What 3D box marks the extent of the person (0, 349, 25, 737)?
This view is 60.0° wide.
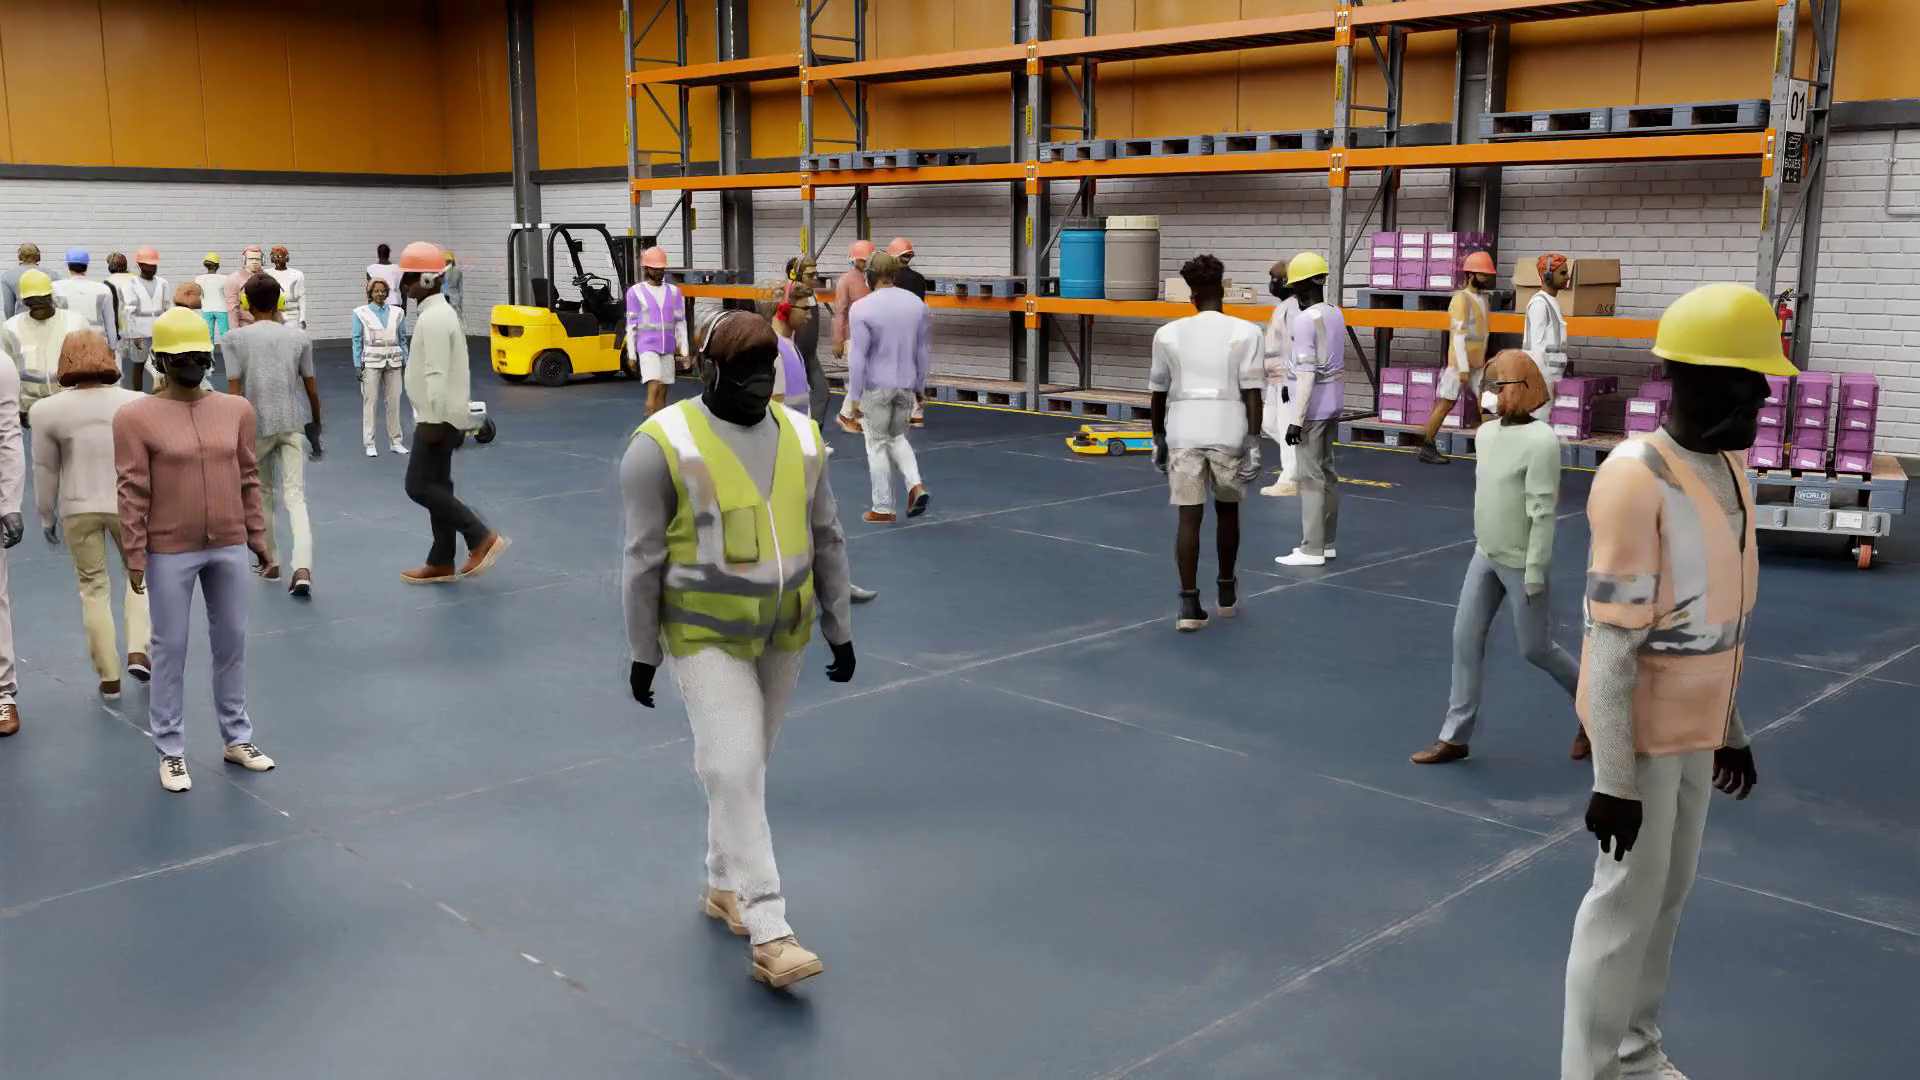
[{"bbox_3d":[-4.090,-0.137,6.652,0.643,1.911,0.411,-4,11,-20],"label":"person"}]

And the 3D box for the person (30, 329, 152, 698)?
[{"bbox_3d":[-3.761,-0.116,7.314,0.523,1.615,0.372,-4,11,-23],"label":"person"}]

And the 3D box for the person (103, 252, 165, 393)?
[{"bbox_3d":[-10.522,-2.726,21.048,0.846,1.820,0.627,4,11,19],"label":"person"}]

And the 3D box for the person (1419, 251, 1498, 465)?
[{"bbox_3d":[4.441,-1.551,14.442,0.569,1.881,1.014,-9,14,-41],"label":"person"}]

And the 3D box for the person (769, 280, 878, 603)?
[{"bbox_3d":[-0.995,-0.511,9.026,0.993,1.795,0.567,1,10,4],"label":"person"}]

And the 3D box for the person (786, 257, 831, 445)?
[{"bbox_3d":[-1.704,-1.835,16.206,0.962,1.812,0.556,6,12,31],"label":"person"}]

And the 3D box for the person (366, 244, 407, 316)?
[{"bbox_3d":[-8.924,-3.644,25.865,0.620,1.867,1.005,-6,12,-30],"label":"person"}]

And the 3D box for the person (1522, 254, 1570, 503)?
[{"bbox_3d":[4.435,-1.220,12.628,0.355,1.883,0.573,5,11,24],"label":"person"}]

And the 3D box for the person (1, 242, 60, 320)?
[{"bbox_3d":[-11.021,-2.571,19.841,0.635,1.937,0.353,-4,11,-20],"label":"person"}]

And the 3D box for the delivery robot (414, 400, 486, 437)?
[{"bbox_3d":[-4.947,-1.241,16.110,0.707,0.478,0.477,6,12,28],"label":"delivery robot"}]

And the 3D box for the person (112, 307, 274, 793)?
[{"bbox_3d":[-2.802,0.030,6.130,0.317,1.767,0.535,9,14,40],"label":"person"}]

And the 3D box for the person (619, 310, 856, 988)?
[{"bbox_3d":[-0.523,0.291,4.569,0.654,1.811,0.848,-9,14,-41],"label":"person"}]

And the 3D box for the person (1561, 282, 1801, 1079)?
[{"bbox_3d":[1.580,0.399,3.682,0.385,1.924,0.609,10,14,43],"label":"person"}]

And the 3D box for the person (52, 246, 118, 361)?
[{"bbox_3d":[-8.635,-1.926,16.388,0.614,1.922,0.796,-8,13,-37],"label":"person"}]

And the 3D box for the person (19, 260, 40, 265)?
[{"bbox_3d":[-12.912,-3.106,23.222,0.525,1.772,0.301,4,11,19],"label":"person"}]

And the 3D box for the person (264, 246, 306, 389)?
[{"bbox_3d":[-8.932,-2.931,21.960,0.573,1.883,0.353,-2,11,-10],"label":"person"}]

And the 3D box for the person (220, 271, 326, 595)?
[{"bbox_3d":[-3.887,-0.611,9.474,0.537,1.829,0.959,-6,12,-29],"label":"person"}]

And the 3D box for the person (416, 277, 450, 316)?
[{"bbox_3d":[-8.671,-3.818,27.425,0.540,1.633,0.909,-6,12,-28],"label":"person"}]

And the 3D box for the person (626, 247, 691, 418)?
[{"bbox_3d":[-2.780,-1.765,15.533,0.546,1.914,0.721,-8,13,-36],"label":"person"}]

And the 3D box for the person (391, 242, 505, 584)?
[{"bbox_3d":[-2.997,-0.715,9.593,0.480,1.984,0.640,-3,11,-14],"label":"person"}]

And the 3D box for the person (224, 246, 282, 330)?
[{"bbox_3d":[-7.804,-2.308,18.509,0.400,1.903,0.645,7,13,34],"label":"person"}]

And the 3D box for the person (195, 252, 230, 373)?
[{"bbox_3d":[-10.980,-3.347,24.546,0.525,1.769,0.310,-1,10,-6],"label":"person"}]

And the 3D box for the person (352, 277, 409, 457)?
[{"bbox_3d":[-5.326,-1.591,15.316,0.523,1.639,0.309,-9,14,-41],"label":"person"}]

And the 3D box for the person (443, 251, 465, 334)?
[{"bbox_3d":[-9.049,-4.251,29.538,0.294,1.744,0.486,9,14,40],"label":"person"}]

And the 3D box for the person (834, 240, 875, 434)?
[{"bbox_3d":[-0.991,-2.045,16.873,0.443,1.974,0.608,6,12,30],"label":"person"}]

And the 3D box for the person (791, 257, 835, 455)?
[{"bbox_3d":[-1.383,-1.636,15.035,0.594,1.822,0.525,6,12,29],"label":"person"}]

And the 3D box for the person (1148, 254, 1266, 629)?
[{"bbox_3d":[1.288,-0.521,8.704,0.626,1.913,0.841,3,11,15],"label":"person"}]

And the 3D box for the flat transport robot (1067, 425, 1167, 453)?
[{"bbox_3d":[1.746,-0.953,15.572,1.431,0.197,0.652,0,10,-2],"label":"flat transport robot"}]

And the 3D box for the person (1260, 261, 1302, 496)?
[{"bbox_3d":[2.568,-1.245,12.925,0.463,1.831,0.641,0,10,0],"label":"person"}]

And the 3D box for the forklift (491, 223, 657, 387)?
[{"bbox_3d":[-5.316,-3.263,22.920,2.313,2.155,1.214,-10,14,-44],"label":"forklift"}]

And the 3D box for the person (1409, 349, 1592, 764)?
[{"bbox_3d":[2.156,0.075,6.329,0.772,1.610,0.516,-3,11,-15],"label":"person"}]

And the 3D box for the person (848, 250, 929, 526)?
[{"bbox_3d":[-0.503,-1.043,11.547,0.654,1.921,0.478,-8,13,-39],"label":"person"}]

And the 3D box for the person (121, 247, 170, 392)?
[{"bbox_3d":[-9.024,-2.315,18.585,0.934,1.883,0.556,8,13,38],"label":"person"}]

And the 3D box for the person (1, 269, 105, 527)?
[{"bbox_3d":[-6.364,-1.013,11.747,0.609,1.797,0.671,-4,11,-19],"label":"person"}]

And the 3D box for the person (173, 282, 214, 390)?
[{"bbox_3d":[-7.036,-1.575,15.367,0.862,1.589,0.505,-3,11,-16],"label":"person"}]

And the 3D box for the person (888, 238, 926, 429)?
[{"bbox_3d":[-0.602,-2.160,17.445,0.395,1.994,0.612,8,13,36],"label":"person"}]

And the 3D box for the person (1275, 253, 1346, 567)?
[{"bbox_3d":[2.143,-0.792,10.205,0.395,1.914,0.590,7,12,33],"label":"person"}]
